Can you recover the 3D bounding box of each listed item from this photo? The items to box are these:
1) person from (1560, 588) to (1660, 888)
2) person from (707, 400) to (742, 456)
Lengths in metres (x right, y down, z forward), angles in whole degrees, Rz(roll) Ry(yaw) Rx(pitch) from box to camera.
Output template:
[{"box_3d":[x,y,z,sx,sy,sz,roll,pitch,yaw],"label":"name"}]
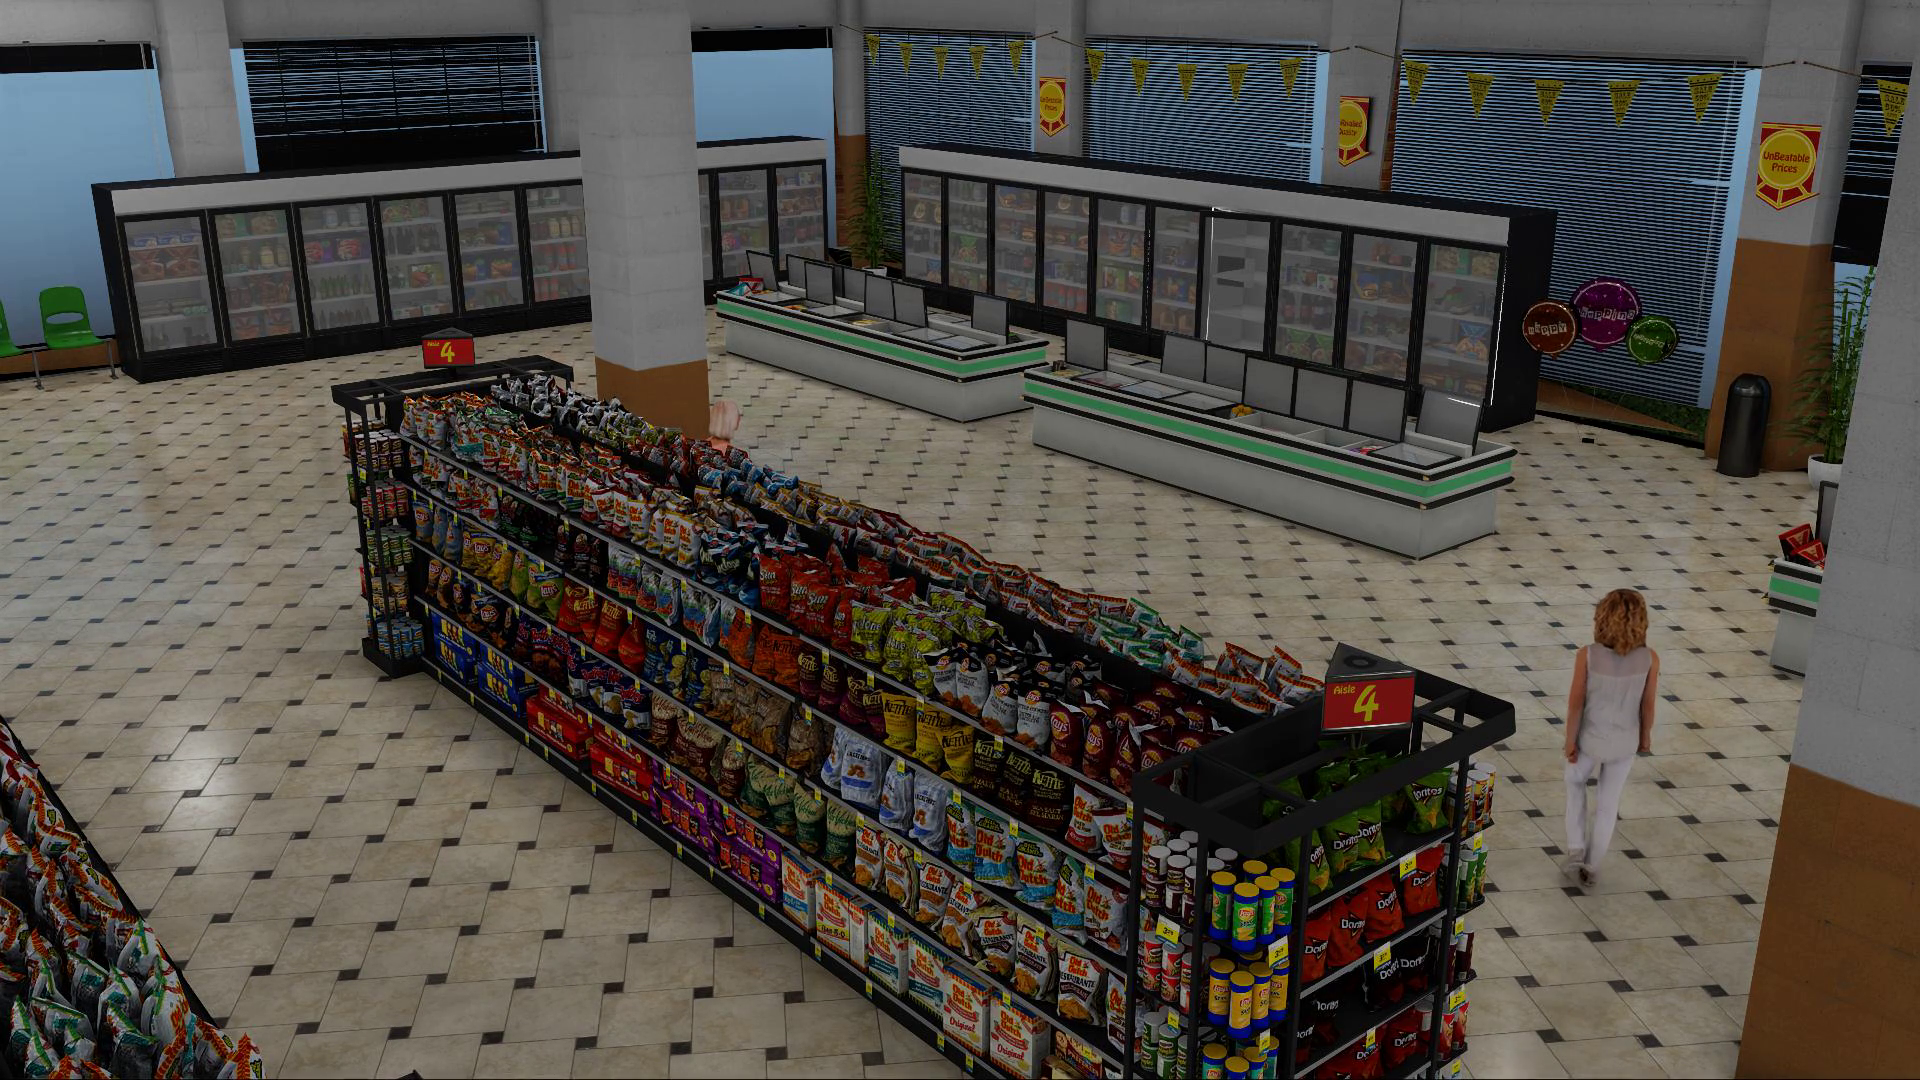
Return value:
[{"box_3d":[3.390,1.068,8.714,0.681,1.660,0.768,5,19,16],"label":"person"},{"box_3d":[-1.756,-0.200,12.378,0.667,1.722,0.480,-12,22,-32],"label":"person"}]
